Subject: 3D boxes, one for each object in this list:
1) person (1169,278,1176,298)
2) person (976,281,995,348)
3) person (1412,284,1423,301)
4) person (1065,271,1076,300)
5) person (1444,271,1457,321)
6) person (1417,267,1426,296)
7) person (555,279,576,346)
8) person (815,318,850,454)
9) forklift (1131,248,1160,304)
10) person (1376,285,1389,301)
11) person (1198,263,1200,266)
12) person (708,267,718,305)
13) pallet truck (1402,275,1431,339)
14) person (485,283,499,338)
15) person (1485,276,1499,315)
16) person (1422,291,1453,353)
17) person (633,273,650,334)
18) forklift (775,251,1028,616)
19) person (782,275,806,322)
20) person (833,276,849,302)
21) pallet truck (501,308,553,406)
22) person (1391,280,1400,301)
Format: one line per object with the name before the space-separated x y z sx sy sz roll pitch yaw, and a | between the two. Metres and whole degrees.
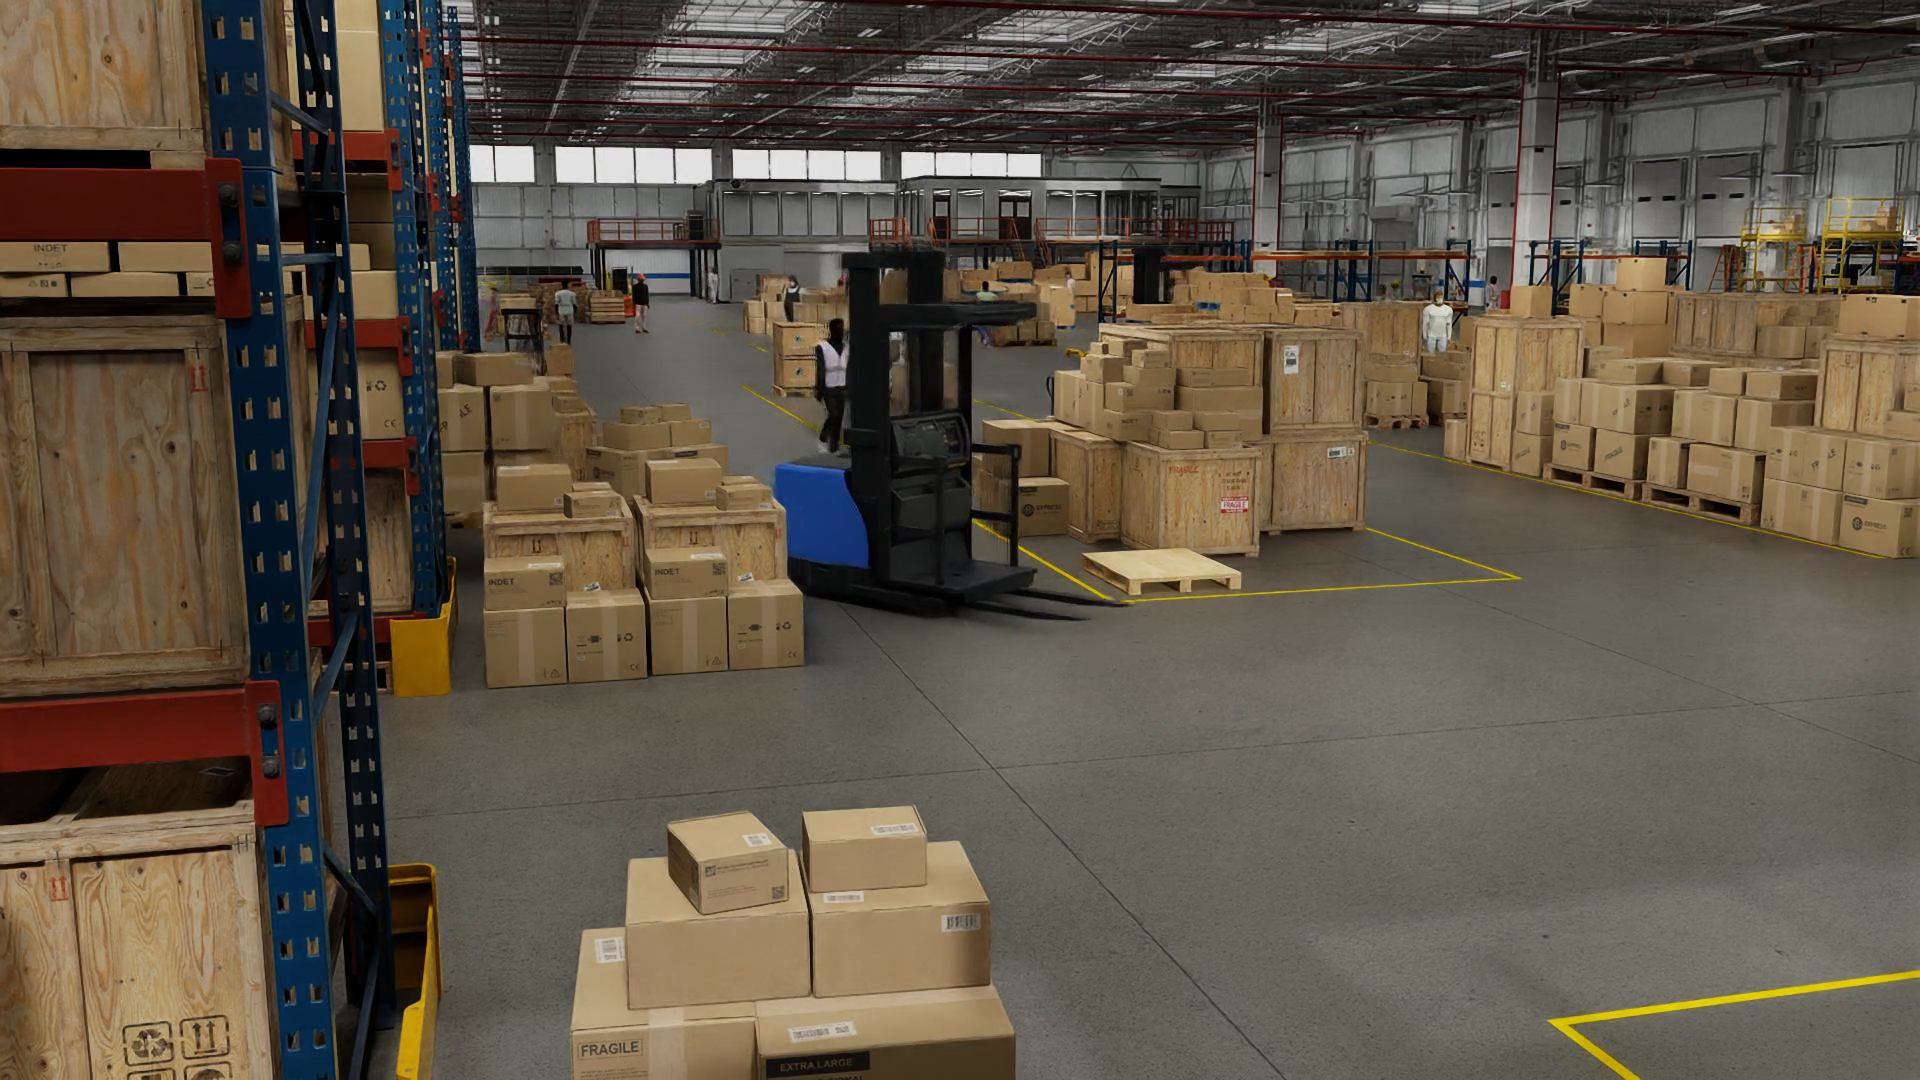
person | 6.761 -7.490 53.516 0.328 1.852 0.509 2 10 13
person | 0.707 -6.408 47.232 0.617 1.898 0.477 -4 11 -20
person | 14.714 -7.433 53.628 0.423 1.678 0.557 8 13 40
person | 4.185 -9.528 64.850 0.632 1.919 0.831 -4 11 -24
person | 18.762 -9.329 63.638 0.614 1.945 0.401 -6 12 -29
person | 20.959 -11.439 75.653 0.383 1.922 0.593 -8 13 -38
person | -11.381 -6.547 47.919 0.619 1.934 0.705 -4 11 -22
person | -1.696 -2.056 22.569 0.454 1.903 0.615 9 13 42
forklift | 4.146 -5.171 37.451 1.873 2.768 1.129 -3 10 -15
person | 11.776 -6.186 46.216 0.805 1.825 0.508 -3 10 -16
person | 13.029 -14.156 90.832 0.611 1.996 0.378 -3 11 -19
person | -12.218 -12.553 82.148 0.633 1.866 0.595 7 12 36
pallet truck | 14.620 -7.324 52.145 0.823 1.965 1.885 8 13 40
person | -14.563 -7.221 52.319 0.905 1.719 0.538 -1 10 -5
person | 18.814 -8.415 58.811 0.630 1.835 0.430 -9 13 -41
person | 9.988 -4.237 34.833 0.627 1.940 0.372 0 10 -1
person | -10.500 -7.798 54.834 0.396 1.992 0.622 9 14 42
forklift | -0.527 -0.944 13.517 1.873 2.768 1.129 7 12 36
person | -4.932 -6.823 49.187 0.705 2.000 0.536 3 10 15
person | -3.772 -7.429 52.973 0.570 1.914 0.637 -3 10 -17
pallet truck | -6.242 -2.418 24.362 0.823 1.965 1.885 1 10 3
person | 15.090 -8.135 57.487 0.527 1.727 0.499 -1 10 -6
